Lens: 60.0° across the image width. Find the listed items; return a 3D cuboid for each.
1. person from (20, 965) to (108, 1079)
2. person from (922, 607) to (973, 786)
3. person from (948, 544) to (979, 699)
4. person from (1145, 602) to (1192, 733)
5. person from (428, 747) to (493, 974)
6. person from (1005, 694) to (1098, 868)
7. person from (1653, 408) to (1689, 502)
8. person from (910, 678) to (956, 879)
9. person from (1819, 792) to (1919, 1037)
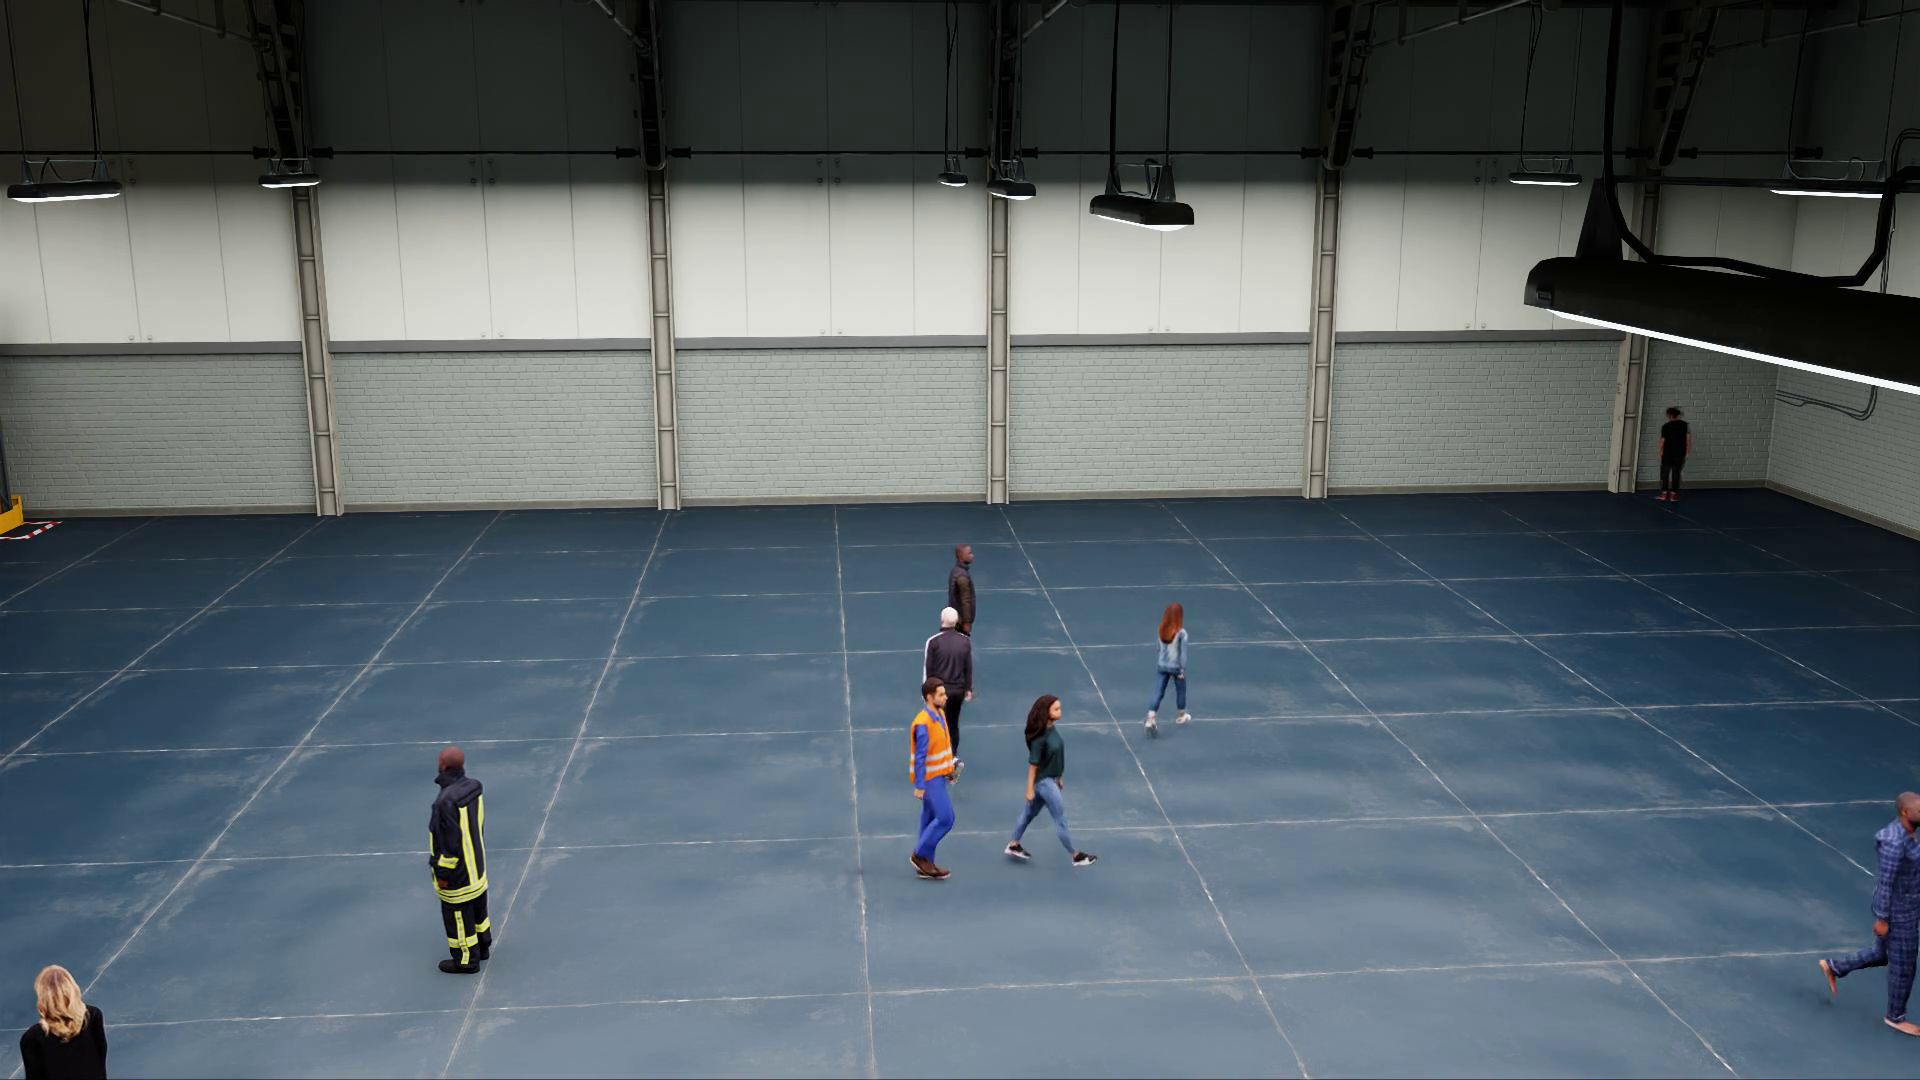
[{"bbox_3d":[-5.112,3.285,9.571,0.720,1.802,0.679,9,16,34],"label":"person"},{"bbox_3d":[-0.103,1.604,16.807,1.077,1.813,0.962,-6,14,-24],"label":"person"},{"bbox_3d":[0.022,0.940,19.626,0.559,1.835,0.692,-2,13,-7],"label":"person"},{"bbox_3d":[2.279,1.423,18.380,0.990,1.456,1.018,9,16,35],"label":"person"},{"bbox_3d":[-3.915,2.476,13.024,0.782,1.821,0.825,3,13,12],"label":"person"},{"bbox_3d":[0.687,2.169,14.907,1.181,1.570,0.922,5,14,20],"label":"person"},{"bbox_3d":[13.212,-1.587,30.763,0.619,1.733,0.786,5,14,21],"label":"person"},{"bbox_3d":[-0.327,2.094,14.597,0.812,1.856,0.816,4,14,16],"label":"person"},{"bbox_3d":[6.760,2.684,12.164,1.098,1.803,1.054,12,18,42],"label":"person"}]
